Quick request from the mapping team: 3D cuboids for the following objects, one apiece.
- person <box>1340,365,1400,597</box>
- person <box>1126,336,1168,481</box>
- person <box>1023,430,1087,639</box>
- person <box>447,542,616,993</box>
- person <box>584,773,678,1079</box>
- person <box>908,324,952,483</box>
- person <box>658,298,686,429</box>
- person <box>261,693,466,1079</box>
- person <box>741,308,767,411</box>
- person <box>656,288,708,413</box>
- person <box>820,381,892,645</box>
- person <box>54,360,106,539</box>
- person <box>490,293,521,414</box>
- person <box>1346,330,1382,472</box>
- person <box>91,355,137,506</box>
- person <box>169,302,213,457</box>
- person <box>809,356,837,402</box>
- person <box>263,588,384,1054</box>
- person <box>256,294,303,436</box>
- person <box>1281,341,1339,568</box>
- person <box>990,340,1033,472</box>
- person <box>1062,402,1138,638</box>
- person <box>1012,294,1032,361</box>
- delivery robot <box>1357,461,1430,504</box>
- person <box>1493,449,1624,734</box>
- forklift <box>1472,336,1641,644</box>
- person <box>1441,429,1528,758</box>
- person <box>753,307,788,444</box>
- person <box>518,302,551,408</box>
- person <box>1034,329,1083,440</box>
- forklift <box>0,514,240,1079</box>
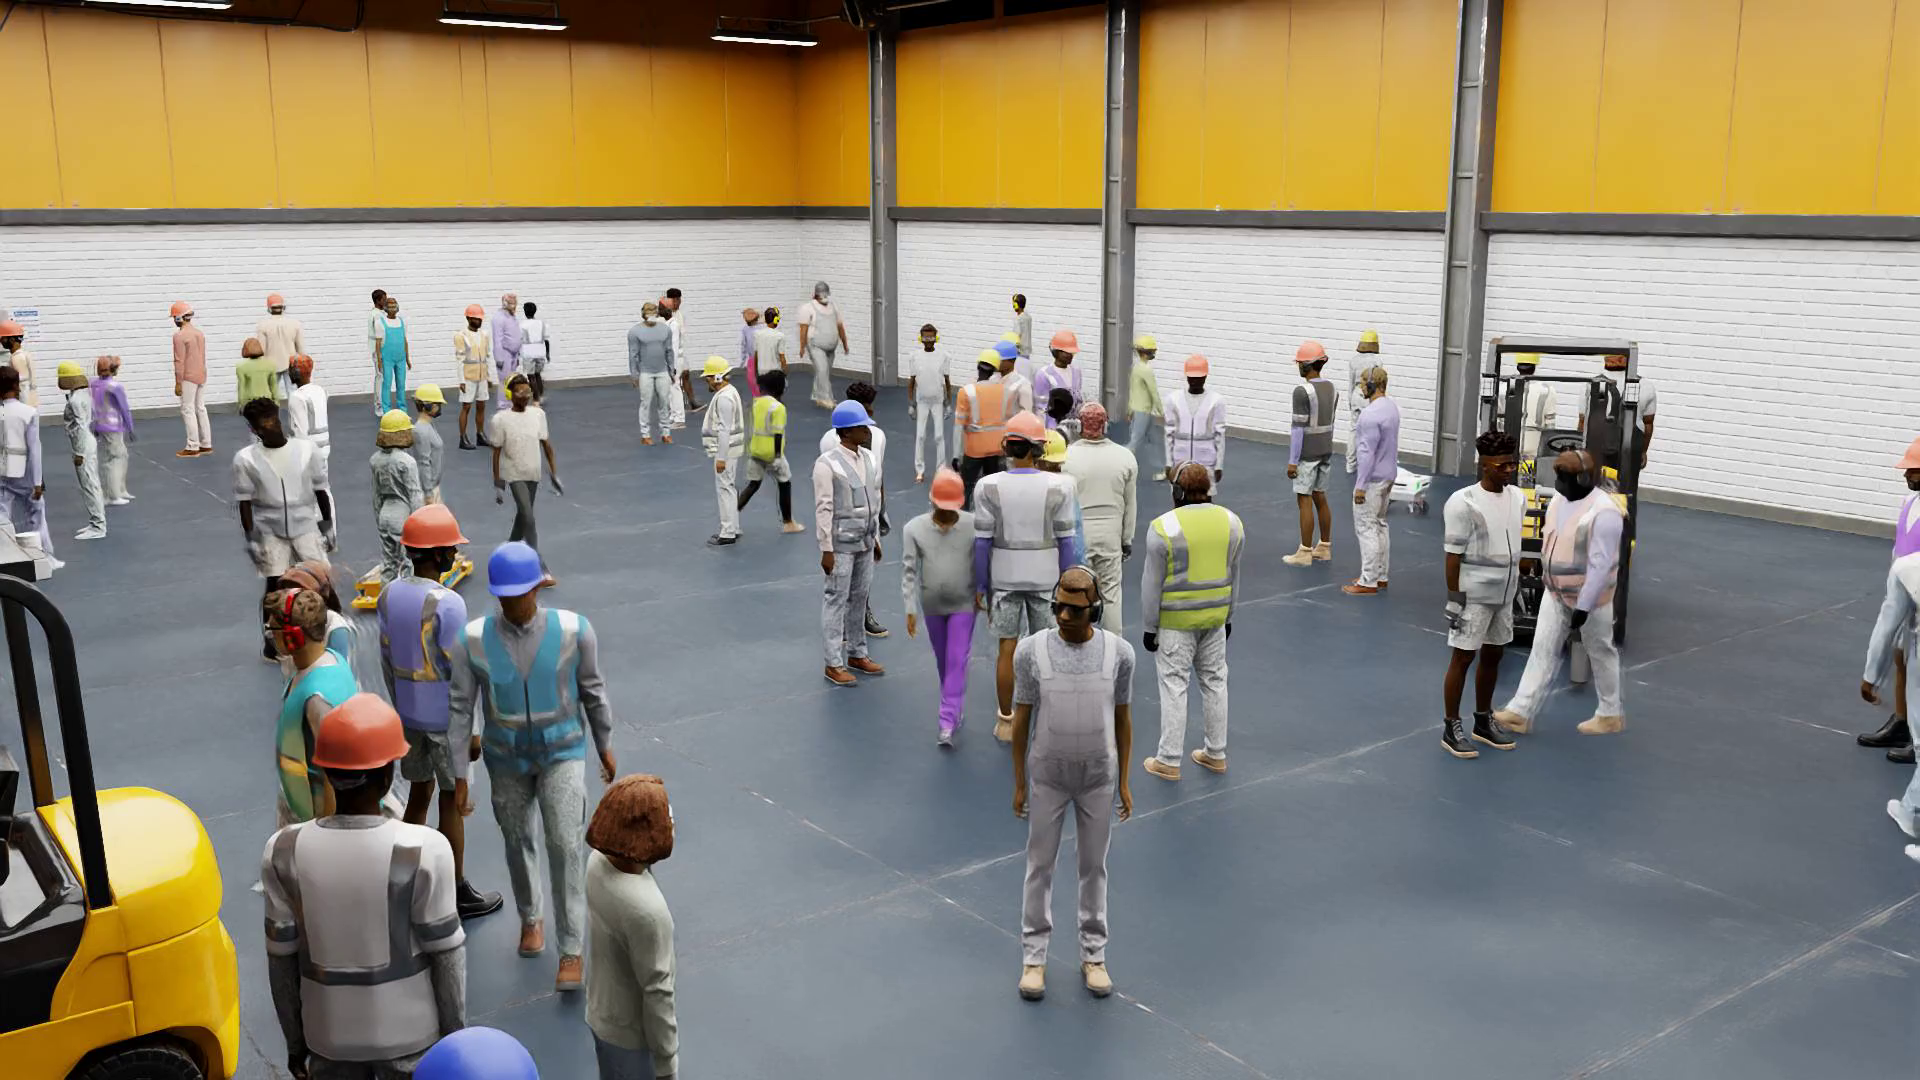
[{"bbox_3d":[3.461,-0.492,13.905,0.377,1.927,0.635,7,14,30],"label":"person"},{"bbox_3d":[2.131,-1.496,19.246,0.856,1.724,0.522,-2,12,-9],"label":"person"},{"bbox_3d":[0.576,0.161,11.034,0.450,1.809,0.583,11,16,43],"label":"person"},{"bbox_3d":[-1.806,0.947,6.996,0.662,1.902,0.917,-2,12,-10],"label":"person"},{"bbox_3d":[-0.978,1.489,5.055,0.290,1.627,0.504,-7,14,-31],"label":"person"},{"bbox_3d":[-0.346,-1.584,19.328,0.505,1.864,0.331,0,12,1],"label":"person"},{"bbox_3d":[-4.145,-2.535,23.887,0.344,1.876,0.579,-5,13,-22],"label":"person"},{"bbox_3d":[-1.677,1.387,4.788,0.548,1.936,0.378,0,12,1],"label":"person"},{"bbox_3d":[-3.105,-2.787,25.775,0.594,1.596,0.400,6,13,26],"label":"person"},{"bbox_3d":[-4.291,-2.877,25.392,0.951,1.923,0.639,8,14,33],"label":"person"},{"bbox_3d":[-0.768,-0.208,12.437,0.377,1.958,0.600,11,16,43],"label":"person"},{"bbox_3d":[-8.577,-0.880,16.209,0.317,1.742,0.492,-5,13,-21],"label":"person"},{"bbox_3d":[-6.756,-2.745,24.875,0.402,1.893,0.658,2,12,9],"label":"person"},{"bbox_3d":[4.875,-1.651,19.964,0.321,1.737,0.487,-8,14,-35],"label":"person"},{"bbox_3d":[-9.081,-1.186,17.957,0.546,1.618,0.523,8,14,33],"label":"person"},{"bbox_3d":[-9.876,-2.057,21.319,0.410,1.980,0.630,1,12,5],"label":"person"},{"bbox_3d":[-2.166,-3.008,26.832,0.703,1.597,0.526,7,14,31],"label":"person"},{"bbox_3d":[-2.459,1.079,6.508,0.391,1.841,0.564,-5,13,-22],"label":"person"},{"bbox_3d":[-9.463,-2.436,23.166,0.608,1.960,0.925,-7,14,-30],"label":"person"},{"bbox_3d":[3.150,-0.778,15.025,0.411,2.036,0.607,11,16,43],"label":"person"},{"bbox_3d":[0.452,-0.974,16.168,0.391,1.947,0.602,-9,15,-38],"label":"person"},{"bbox_3d":[0.907,-0.010,11.610,0.645,1.908,0.408,-3,12,-13],"label":"person"},{"bbox_3d":[0.912,-2.764,25.019,0.332,1.864,0.514,6,13,25],"label":"person"},{"bbox_3d":[4.553,-0.591,17.467,0.707,0.478,0.477,8,14,35],"label":"delivery robot"},{"bbox_3d":[3.722,0.340,10.190,0.917,1.790,0.634,-4,12,-18],"label":"person"},{"bbox_3d":[4.683,-0.471,13.136,1.214,2.155,2.313,4,12,20],"label":"forklift"},{"bbox_3d":[3.135,0.309,9.919,0.613,1.964,0.361,-6,13,-29],"label":"person"},{"bbox_3d":[-2.523,-2.177,22.214,0.527,1.856,0.346,5,13,24],"label":"person"},{"bbox_3d":[-6.717,-2.884,26.044,0.553,1.675,0.556,-10,16,-41],"label":"person"},{"bbox_3d":[1.006,-1.059,16.390,0.613,2.031,0.410,-11,16,-42],"label":"person"},{"bbox_3d":[-3.687,1.115,5.480,2.313,2.155,1.214,-9,15,-36],"label":"forklift"}]
